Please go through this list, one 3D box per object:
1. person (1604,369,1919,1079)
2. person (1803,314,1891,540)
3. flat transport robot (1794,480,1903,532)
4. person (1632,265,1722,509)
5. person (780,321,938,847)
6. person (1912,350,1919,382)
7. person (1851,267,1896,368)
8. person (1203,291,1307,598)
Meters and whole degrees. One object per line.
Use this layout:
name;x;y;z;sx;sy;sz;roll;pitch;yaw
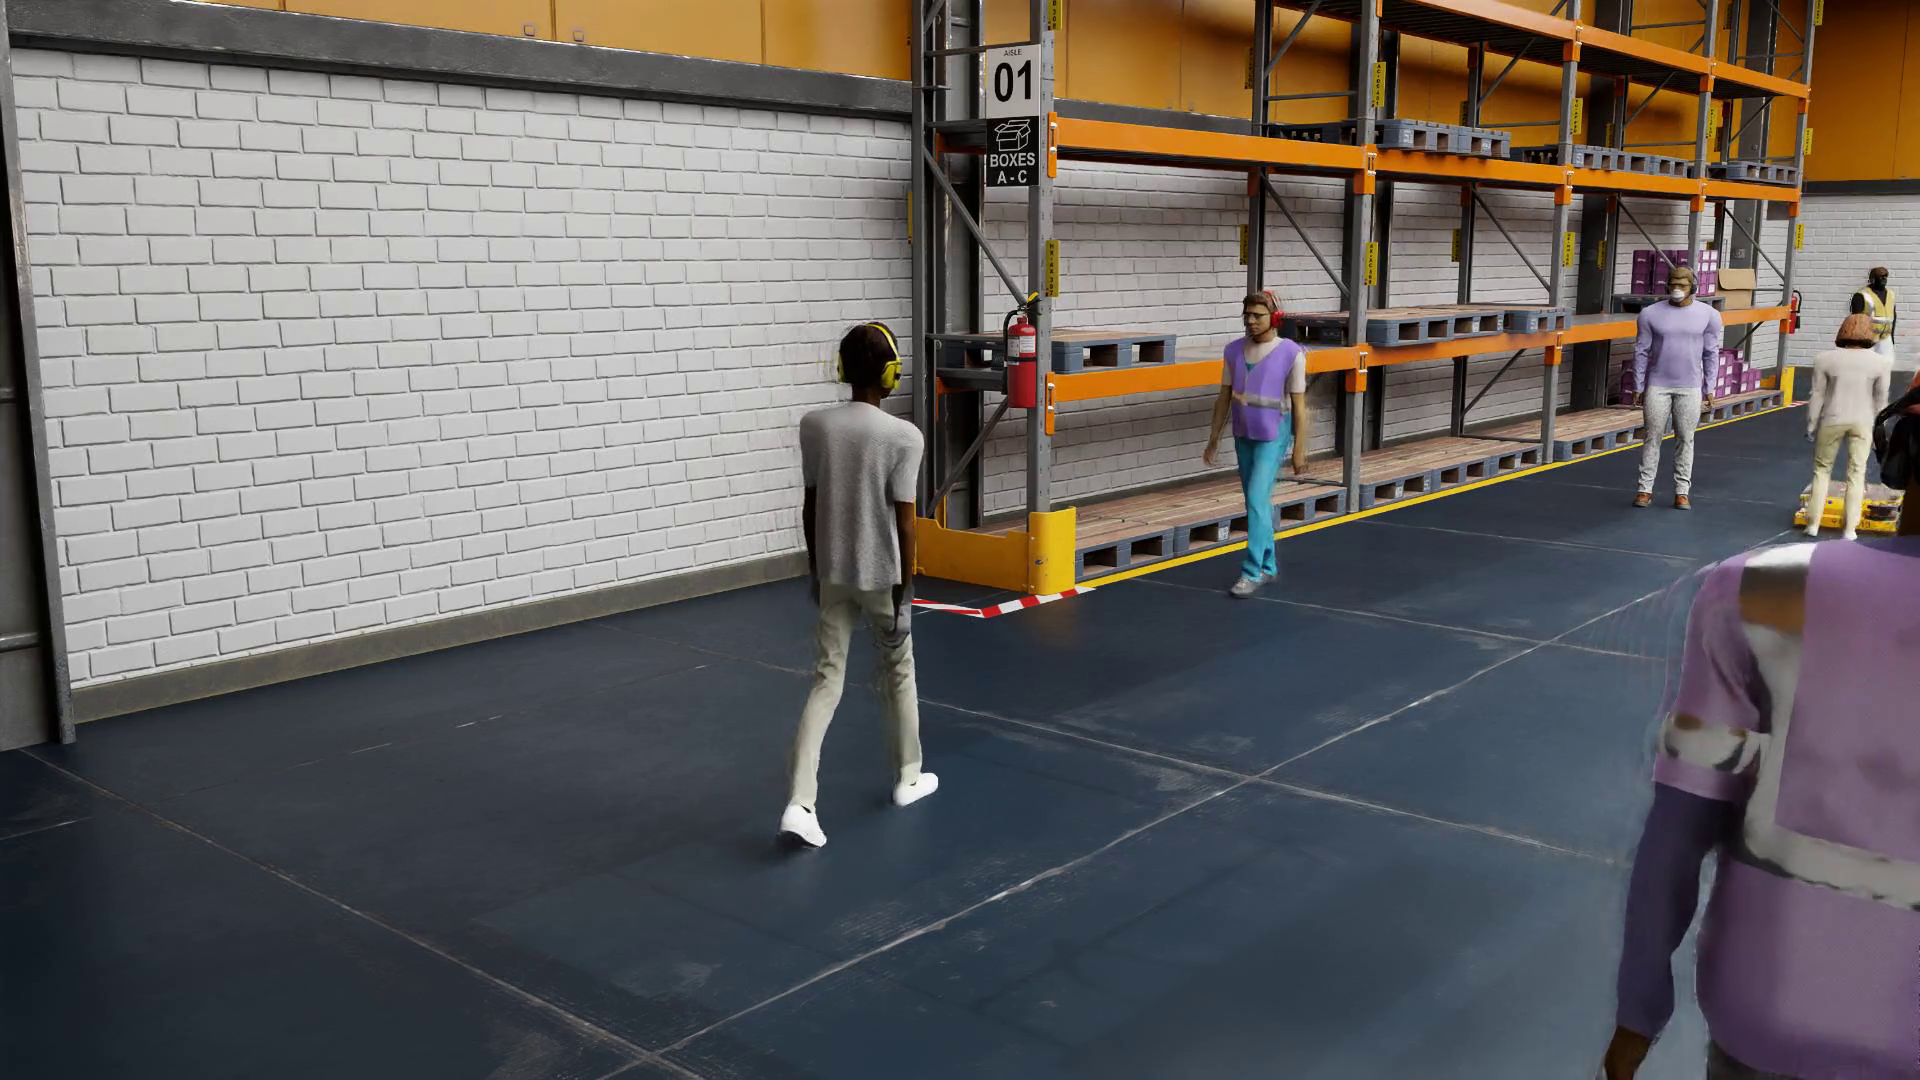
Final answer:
person;1.315;0.683;2.383;0.622;1.970;0.918;7;12;35
person;6.319;-0.800;11.869;0.511;1.609;0.358;4;11;24
flat transport robot;6.811;-0.278;12.696;0.652;0.197;1.431;6;12;31
person;5.691;-1.209;13.262;0.634;1.936;0.351;4;11;23
person;-0.376;0.143;5.887;0.520;1.830;0.959;4;11;19
person;7.243;-0.953;12.093;0.592;1.842;0.971;6;11;29
person;12.142;-2.707;22.100;0.659;1.826;0.450;-2;10;-10
person;1.720;-0.569;9.967;0.769;1.819;0.570;-8;13;-39
